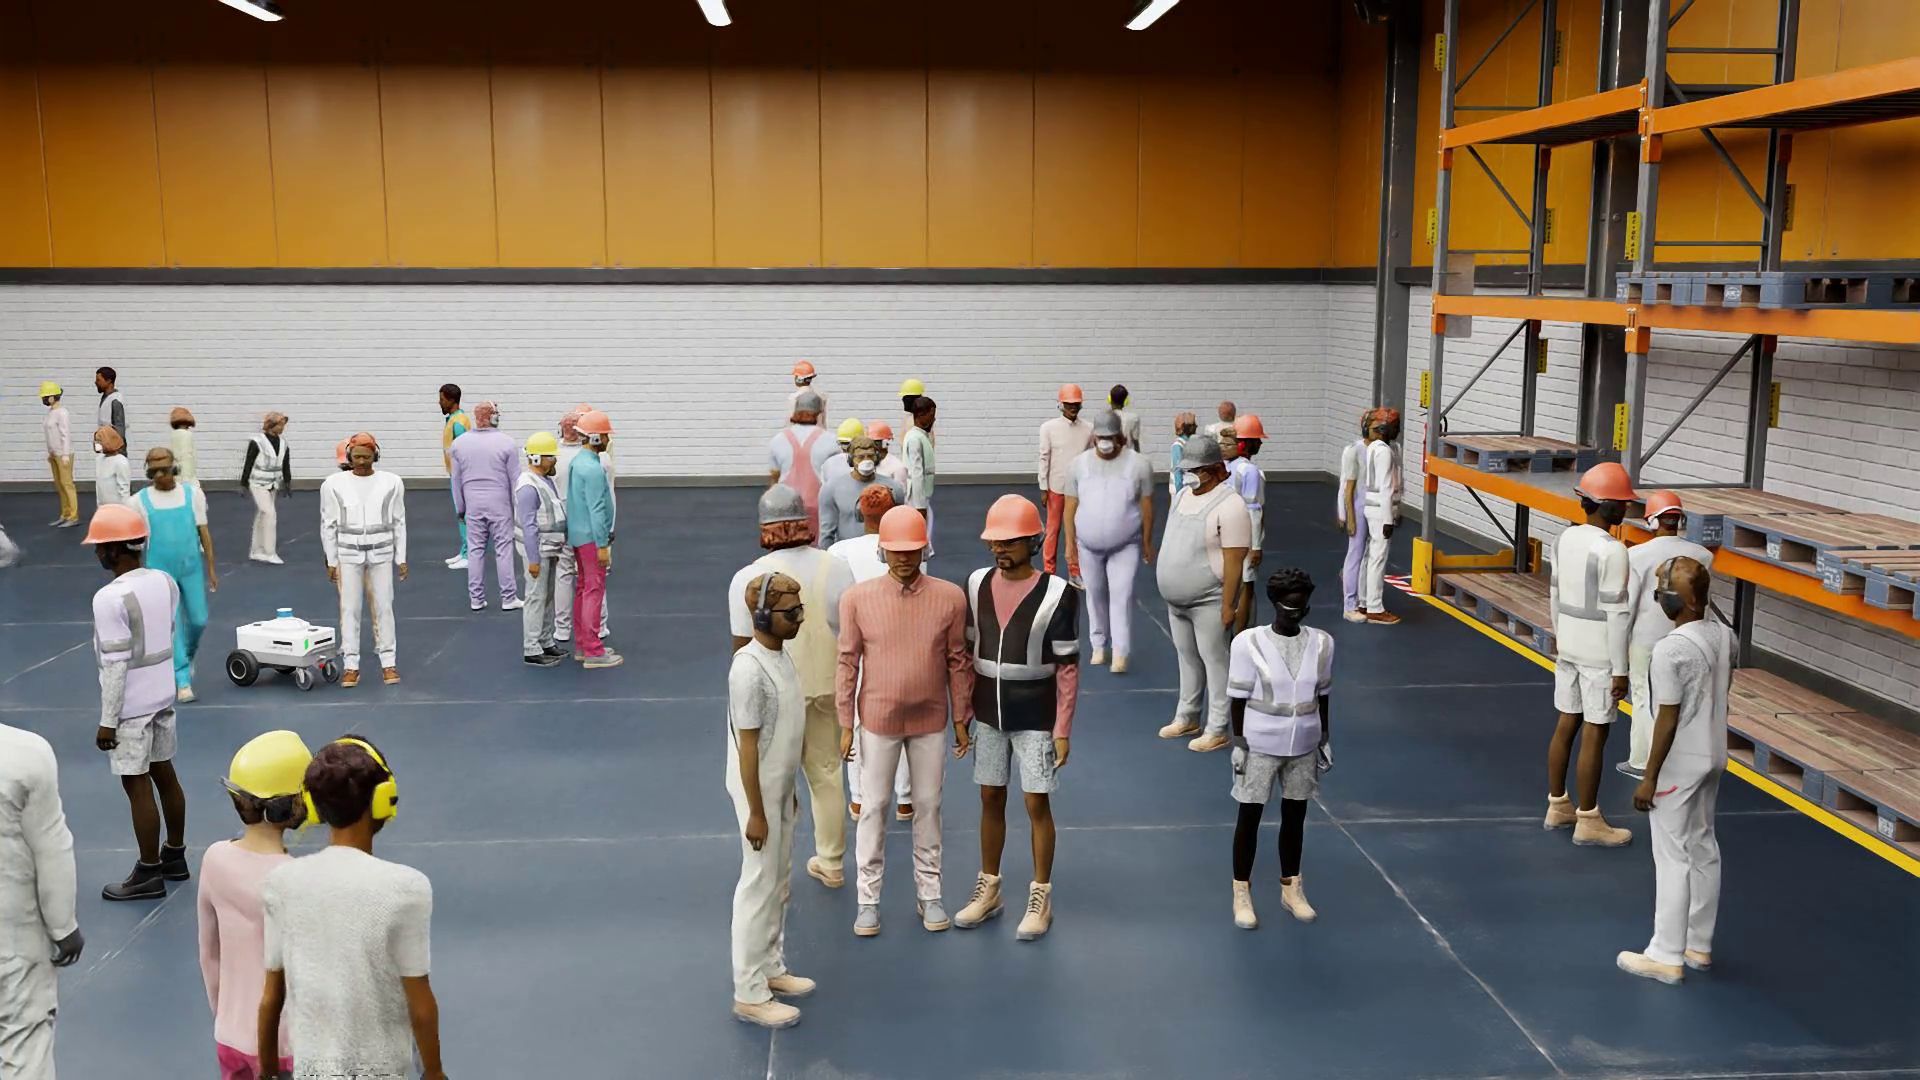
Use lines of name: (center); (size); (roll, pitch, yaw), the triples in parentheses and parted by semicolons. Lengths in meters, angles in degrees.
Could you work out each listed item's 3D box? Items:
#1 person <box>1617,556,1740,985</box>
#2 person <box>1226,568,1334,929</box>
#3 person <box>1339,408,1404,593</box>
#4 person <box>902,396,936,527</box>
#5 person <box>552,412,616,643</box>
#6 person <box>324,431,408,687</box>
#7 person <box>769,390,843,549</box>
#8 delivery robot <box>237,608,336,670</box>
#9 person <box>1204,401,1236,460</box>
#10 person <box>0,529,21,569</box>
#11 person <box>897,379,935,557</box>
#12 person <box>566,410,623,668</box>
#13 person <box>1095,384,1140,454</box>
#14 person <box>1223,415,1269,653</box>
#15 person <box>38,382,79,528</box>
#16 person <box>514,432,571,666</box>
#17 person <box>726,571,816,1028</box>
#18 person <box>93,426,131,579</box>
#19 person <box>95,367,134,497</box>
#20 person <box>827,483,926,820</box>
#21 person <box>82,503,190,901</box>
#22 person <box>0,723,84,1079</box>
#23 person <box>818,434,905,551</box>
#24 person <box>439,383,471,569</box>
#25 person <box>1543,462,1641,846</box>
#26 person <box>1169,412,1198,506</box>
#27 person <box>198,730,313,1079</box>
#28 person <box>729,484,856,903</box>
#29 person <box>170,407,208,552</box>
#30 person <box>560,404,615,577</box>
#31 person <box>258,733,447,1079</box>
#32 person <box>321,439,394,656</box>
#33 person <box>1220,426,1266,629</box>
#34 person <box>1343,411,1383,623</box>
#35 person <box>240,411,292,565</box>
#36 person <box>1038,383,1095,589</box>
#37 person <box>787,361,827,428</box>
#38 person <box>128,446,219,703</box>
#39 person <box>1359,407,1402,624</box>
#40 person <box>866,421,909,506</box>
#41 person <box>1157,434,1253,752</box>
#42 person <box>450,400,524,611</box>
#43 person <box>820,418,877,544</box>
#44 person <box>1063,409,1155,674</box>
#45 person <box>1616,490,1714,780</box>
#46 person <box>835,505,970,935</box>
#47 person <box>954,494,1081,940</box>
person: (3.089, 0.981, 7.131); (0.506, 1.839, 0.345); (-6, 11, -33)
person: (1.488, 0.957, 7.740); (0.530, 1.692, 0.321); (-2, 9, -13)
person: (3.653, -0.282, 14.999); (0.621, 1.856, 0.730); (-2, 9, -12)
person: (-0.388, -0.371, 15.384); (0.391, 1.915, 0.587); (0, 9, -2)
person: (-3.173, -0.106, 13.746); (0.652, 1.906, 0.409); (-3, 9, -16)
person: (-4.376, 0.139, 12.267); (0.573, 1.887, 0.354); (-3, 10, -19)
person: (-1.363, -0.348, 14.842); (0.684, 2.000, 0.691); (1, 9, 9)
delivery robot: (-4.986, 0.749, 12.312); (0.707, 0.478, 0.477); (4, 10, 21)
person: (3.027, -0.796, 19.096); (0.509, 1.583, 0.906); (0, 9, 0)
person: (-10.082, -0.594, 16.826); (0.608, 1.910, 0.909); (4, 10, 24)
person: (-0.476, -0.761, 17.795); (0.388, 1.926, 0.590); (-4, 10, -24)
person: (-2.838, -0.009, 12.894); (0.406, 1.986, 0.618); (-4, 10, -25)
person: (1.685, -0.758, 18.031); (0.573, 1.844, 0.492); (0, 9, 1)
person: (2.235, -0.019, 13.103); (0.362, 1.938, 0.545); (-3, 10, -20)
person: (-10.828, -1.020, 19.960); (0.525, 1.761, 0.341); (8, 12, 41)
person: (-3.243, 0.068, 12.929); (0.404, 1.824, 0.586); (0, 9, 0)
person: (-0.777, 1.035, 6.773); (0.325, 1.843, 0.517); (1, 9, 8)
person: (-7.916, -0.256, 15.574); (0.493, 1.625, 0.280); (7, 11, 36)
person: (-10.312, -1.153, 20.285); (0.392, 1.919, 0.591); (-8, 12, -40)
person: (-0.453, 0.626, 9.224); (0.574, 1.883, 0.360); (1, 9, 5)
person: (-4.013, 0.781, 8.080); (0.356, 1.938, 0.544); (1, 9, 4)
person: (-3.174, 1.237, 5.353); (0.646, 1.901, 0.400); (-1, 9, -8)
person: (-0.674, 0.230, 11.531); (0.627, 1.940, 0.370); (-3, 10, -20)
person: (-5.170, -0.665, 17.224); (0.370, 1.915, 0.596); (-3, 10, -19)
person: (3.383, 0.602, 8.872); (0.376, 2.043, 0.609); (-2, 9, -12)
person: (2.272, -0.475, 16.881); (0.307, 1.645, 0.518); (4, 10, 21)
person: (-1.909, 1.404, 4.702); (0.533, 1.767, 0.326); (6, 11, 33)
person: (-0.853, 0.727, 8.092); (0.683, 2.000, 0.536); (-7, 11, -37)
person: (-8.417, -0.646, 18.077); (0.574, 1.594, 0.411); (8, 12, 43)
person: (-3.748, -0.498, 16.713); (0.563, 1.741, 0.339); (-4, 10, -24)
person: (-1.598, 1.448, 4.239); (0.546, 1.836, 0.640); (3, 10, 20)
person: (-4.787, 0.061, 13.208); (0.567, 1.743, 0.352); (0, 9, -3)
person: (2.190, 0.022, 13.130); (0.391, 1.846, 0.564); (-5, 10, -30)
person: (3.579, -0.204, 14.555); (0.505, 1.846, 0.346); (-6, 11, -34)
person: (-7.240, -0.546, 17.431); (0.643, 1.595, 0.519); (3, 9, 16)
person: (1.041, -0.506, 15.977); (0.611, 1.996, 0.378); (-4, 10, -22)
person: (-1.861, -1.161, 20.087); (0.375, 1.997, 0.612); (7, 12, 38)
person: (-5.644, 0.221, 11.959); (0.544, 1.818, 0.737); (-6, 11, -34)
person: (3.665, -0.216, 14.493); (0.343, 1.885, 0.585); (0, 9, 0)
person: (-0.702, -0.177, 14.664); (0.335, 1.753, 0.563); (-9, 13, -44)
person: (1.520, 0.320, 10.651); (0.535, 2.000, 0.680); (-5, 10, -27)
person: (-4.233, -0.305, 15.003); (0.652, 1.904, 0.403); (1, 9, 6)
person: (-0.884, -0.104, 13.947); (0.590, 1.837, 0.404); (7, 11, 37)
person: (1.096, 0.000, 12.659); (0.697, 2.000, 0.838); (2, 9, 15)
person: (4.207, 0.569, 10.014); (0.570, 1.740, 0.349); (-1, 9, -3)
person: (-0.255, 0.824, 7.625); (0.623, 1.992, 0.396); (-2, 9, -10)
person: (0.243, 0.804, 7.599); (0.605, 2.045, 0.379); (5, 10, 29)
